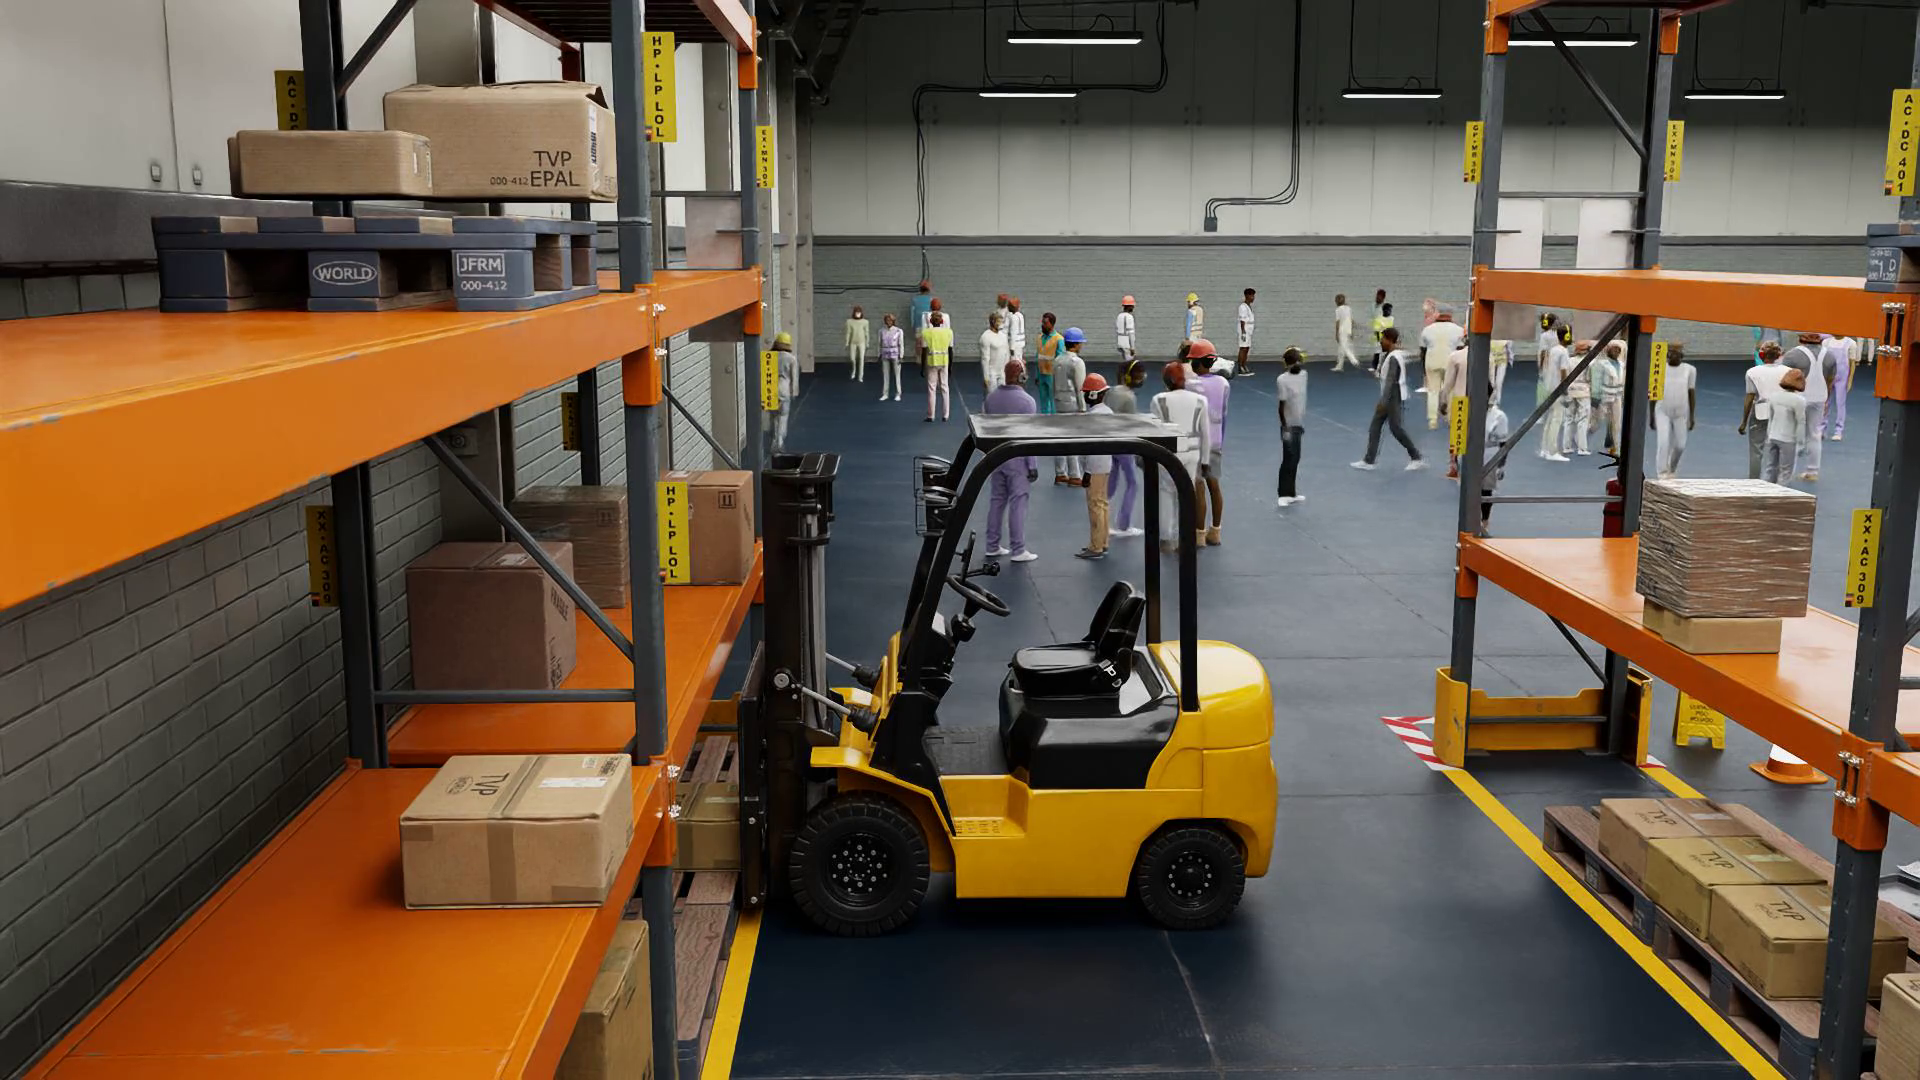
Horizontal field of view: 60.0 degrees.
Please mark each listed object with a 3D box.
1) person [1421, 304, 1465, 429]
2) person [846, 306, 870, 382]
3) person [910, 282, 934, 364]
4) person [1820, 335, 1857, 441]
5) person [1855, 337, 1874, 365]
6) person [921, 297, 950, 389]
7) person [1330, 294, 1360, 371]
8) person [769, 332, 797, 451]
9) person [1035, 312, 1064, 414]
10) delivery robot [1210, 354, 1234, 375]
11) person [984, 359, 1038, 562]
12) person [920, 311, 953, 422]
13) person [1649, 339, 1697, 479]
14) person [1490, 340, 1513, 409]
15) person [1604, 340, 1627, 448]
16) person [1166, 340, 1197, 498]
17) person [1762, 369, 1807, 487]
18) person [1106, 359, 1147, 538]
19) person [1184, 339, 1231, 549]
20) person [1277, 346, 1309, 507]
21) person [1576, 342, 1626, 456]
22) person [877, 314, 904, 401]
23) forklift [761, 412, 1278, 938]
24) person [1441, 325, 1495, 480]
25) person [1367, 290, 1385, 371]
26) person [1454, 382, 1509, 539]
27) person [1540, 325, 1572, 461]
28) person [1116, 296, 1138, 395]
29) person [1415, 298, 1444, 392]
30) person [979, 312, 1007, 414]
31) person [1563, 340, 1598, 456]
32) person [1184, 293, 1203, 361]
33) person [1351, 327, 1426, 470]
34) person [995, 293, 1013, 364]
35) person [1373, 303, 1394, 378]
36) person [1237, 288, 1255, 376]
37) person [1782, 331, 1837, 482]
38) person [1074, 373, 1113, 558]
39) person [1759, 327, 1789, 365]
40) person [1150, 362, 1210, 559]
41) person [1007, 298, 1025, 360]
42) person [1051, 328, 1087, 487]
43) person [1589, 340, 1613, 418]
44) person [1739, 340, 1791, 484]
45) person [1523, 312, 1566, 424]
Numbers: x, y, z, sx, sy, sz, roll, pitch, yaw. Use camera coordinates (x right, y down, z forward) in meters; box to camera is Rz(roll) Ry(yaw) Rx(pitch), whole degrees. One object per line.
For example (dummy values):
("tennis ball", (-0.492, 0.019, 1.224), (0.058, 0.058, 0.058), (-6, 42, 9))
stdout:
("person", (7.780, -2.818, 26.758), (0.697, 2.000, 0.943), (5, 11, 24))
("person", (-2.191, -4.202, 35.635), (0.512, 1.618, 0.394), (-1, 10, -5))
("person", (-0.927, -5.272, 40.550), (0.698, 2.007, 0.639), (3, 10, 14))
("person", (13.169, -2.406, 25.017), (0.351, 1.842, 0.507), (-8, 13, -38))
("person", (22.015, -5.241, 40.386), (0.621, 1.994, 0.381), (2, 10, 11))
("person", (-0.495, -3.956, 33.579), (0.589, 1.867, 0.561), (0, 10, 0))
("person", (8.880, -4.742, 38.148), (0.770, 1.810, 0.554), (10, 14, 44))
("person", (-2.619, -2.115, 23.788), (0.542, 1.704, 0.669), (2, 10, 12))
("person", (1.358, -2.494, 25.289), (0.392, 1.922, 0.591), (-7, 13, -36))
("delivery robot", (5.550, -3.774, 35.947), (0.707, 0.478, 0.477), (5, 11, 29))
("person", (0.507, -0.751, 15.662), (0.400, 1.897, 0.644), (-9, 14, -41))
("person", (-0.378, -2.874, 27.612), (0.570, 1.845, 0.383), (-4, 11, -20))
("person", (8.581, -1.513, 20.068), (0.523, 1.828, 0.573), (3, 11, 18))
("person", (9.682, -3.176, 29.984), (0.558, 1.600, 0.775), (5, 11, 26))
("person", (9.588, -2.290, 24.148), (0.391, 1.924, 0.551), (4, 11, 22))
("person", (2.643, -1.410, 19.462), (0.505, 1.845, 0.346), (0, 10, 0))
("person", (8.980, -1.053, 18.105), (0.318, 1.619, 0.507), (-3, 11, -16))
("person", (1.634, -0.909, 16.712), (0.563, 1.831, 0.558), (-2, 10, -12))
("person", (2.357, -0.934, 16.253), (0.605, 2.045, 0.387), (-9, 13, -40))
("person", (3.815, -1.292, 18.866), (0.376, 1.831, 0.702), (10, 14, 43))
("person", (9.047, -1.989, 23.331), (0.546, 1.610, 0.745), (-5, 11, -27))
("person", (-1.307, -3.435, 31.320), (0.522, 1.636, 0.310), (3, 11, 18))
("forklift", (0.291, 0.548, 7.580), (2.313, 2.155, 1.214), (0, 10, -2))
("person", (6.388, -1.738, 20.914), (0.641, 1.984, 0.423), (-1, 10, -6))
("person", (9.719, -4.854, 38.600), (0.393, 1.869, 0.682), (-4, 11, -20))
("person", (5.150, -0.775, 16.466), (0.535, 1.651, 0.911), (5, 11, 24))
("person", (8.201, -2.009, 22.777), (0.342, 1.857, 0.547), (1, 10, 3))
("person", (3.265, -3.795, 32.490), (0.358, 1.938, 0.542), (-4, 11, -23))
("person", (9.389, -3.849, 32.936), (0.566, 1.890, 0.663), (1, 10, 3))
("person", (0.513, -2.516, 25.404), (0.369, 1.932, 0.623), (6, 12, 30))
("person", (8.689, -1.997, 23.334), (0.312, 1.634, 0.514), (-7, 13, -35))
("person", (5.276, -4.666, 37.675), (0.404, 1.824, 0.585), (8, 13, 38))
("person", (5.660, -1.846, 21.789), (0.908, 1.876, 0.605), (1, 10, 4))
("person", (0.939, -4.394, 36.001), (0.375, 1.886, 0.592), (-7, 13, -35))
("person", (9.276, -4.324, 36.217), (0.540, 1.639, 0.813), (-4, 11, -23))
("person", (6.412, -4.659, 37.252), (0.377, 1.958, 0.602), (5, 11, 24))
("person", (10.497, -1.742, 20.764), (0.688, 2.000, 0.536), (-1, 10, -8))
("person", (1.267, -0.703, 15.775), (0.332, 1.751, 0.566), (3, 11, 18))
("person", (15.873, -3.780, 32.442), (0.405, 1.929, 0.641), (-4, 11, -23))
("person", (2.079, -0.778, 15.928), (0.608, 1.841, 0.849), (-1, 10, -3))
("person", (1.105, -3.839, 32.922), (0.347, 1.876, 0.572), (3, 11, 14))
("person", (1.361, -1.618, 20.334), (0.397, 1.944, 0.617), (-6, 12, -31))
("person", (10.876, -3.064, 28.286), (0.393, 1.985, 0.611), (4, 11, 19))
("person", (9.373, -1.392, 19.354), (0.563, 1.847, 0.390), (-1, 10, -6))
("person", (9.641, -2.798, 27.191), (0.734, 1.852, 0.517), (10, 14, 43))
